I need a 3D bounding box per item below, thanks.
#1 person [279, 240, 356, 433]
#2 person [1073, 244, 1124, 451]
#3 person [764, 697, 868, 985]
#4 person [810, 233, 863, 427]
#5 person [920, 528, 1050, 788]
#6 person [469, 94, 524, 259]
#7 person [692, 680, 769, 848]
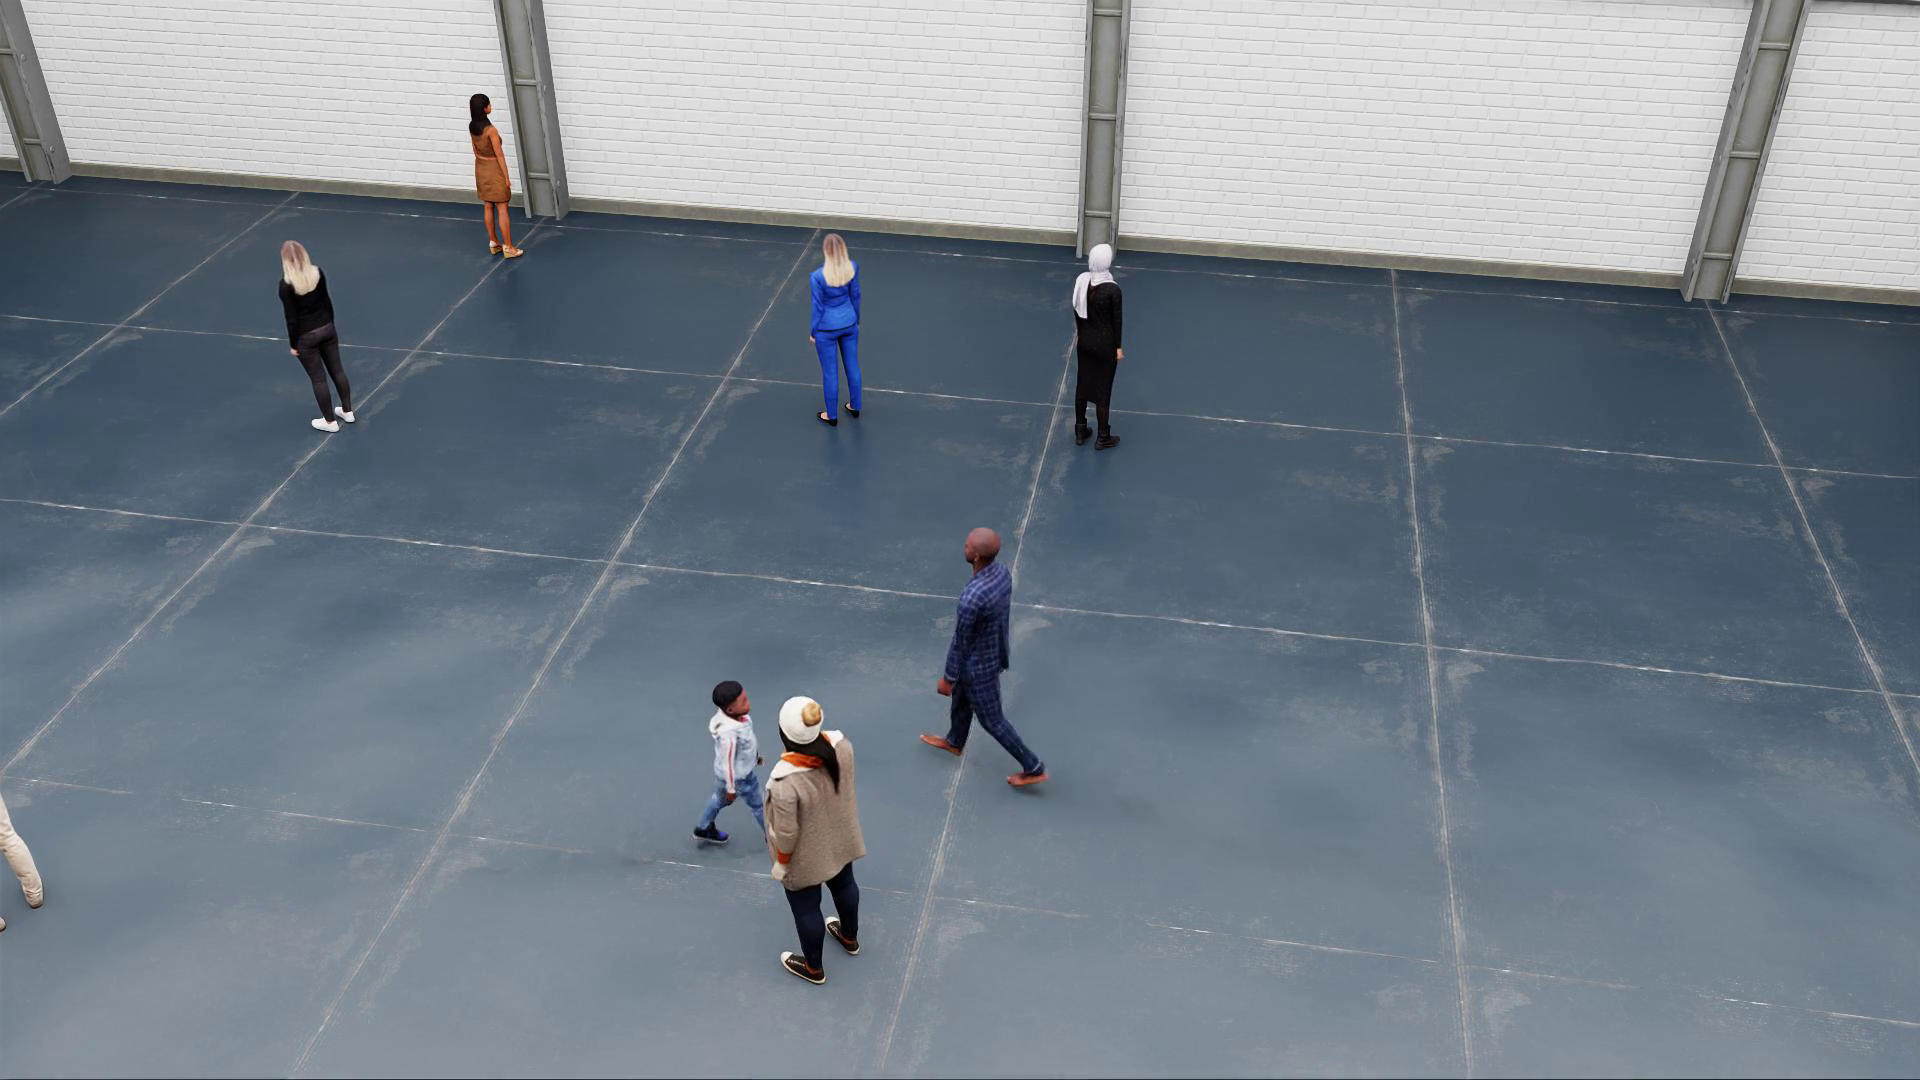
[{"bbox_3d":[-5.346,-1.688,13.785,0.674,1.685,0.683,21,39,28],"label":"person"},{"bbox_3d":[1.114,-1.563,13.510,0.622,1.780,0.741,23,40,31],"label":"person"},{"bbox_3d":[-0.753,1.550,8.731,0.857,1.887,0.823,28,43,35],"label":"person"},{"bbox_3d":[-1.024,-1.762,13.882,0.695,1.701,0.761,-20,38,-27],"label":"person"},{"bbox_3d":[0.214,0.751,10.024,1.206,1.786,0.823,12,36,18],"label":"person"},{"bbox_3d":[-4.716,-3.668,16.759,0.580,1.690,0.693,22,40,30],"label":"person"},{"bbox_3d":[-1.363,1.315,9.669,0.922,1.239,0.645,-4,34,-5],"label":"person"}]
